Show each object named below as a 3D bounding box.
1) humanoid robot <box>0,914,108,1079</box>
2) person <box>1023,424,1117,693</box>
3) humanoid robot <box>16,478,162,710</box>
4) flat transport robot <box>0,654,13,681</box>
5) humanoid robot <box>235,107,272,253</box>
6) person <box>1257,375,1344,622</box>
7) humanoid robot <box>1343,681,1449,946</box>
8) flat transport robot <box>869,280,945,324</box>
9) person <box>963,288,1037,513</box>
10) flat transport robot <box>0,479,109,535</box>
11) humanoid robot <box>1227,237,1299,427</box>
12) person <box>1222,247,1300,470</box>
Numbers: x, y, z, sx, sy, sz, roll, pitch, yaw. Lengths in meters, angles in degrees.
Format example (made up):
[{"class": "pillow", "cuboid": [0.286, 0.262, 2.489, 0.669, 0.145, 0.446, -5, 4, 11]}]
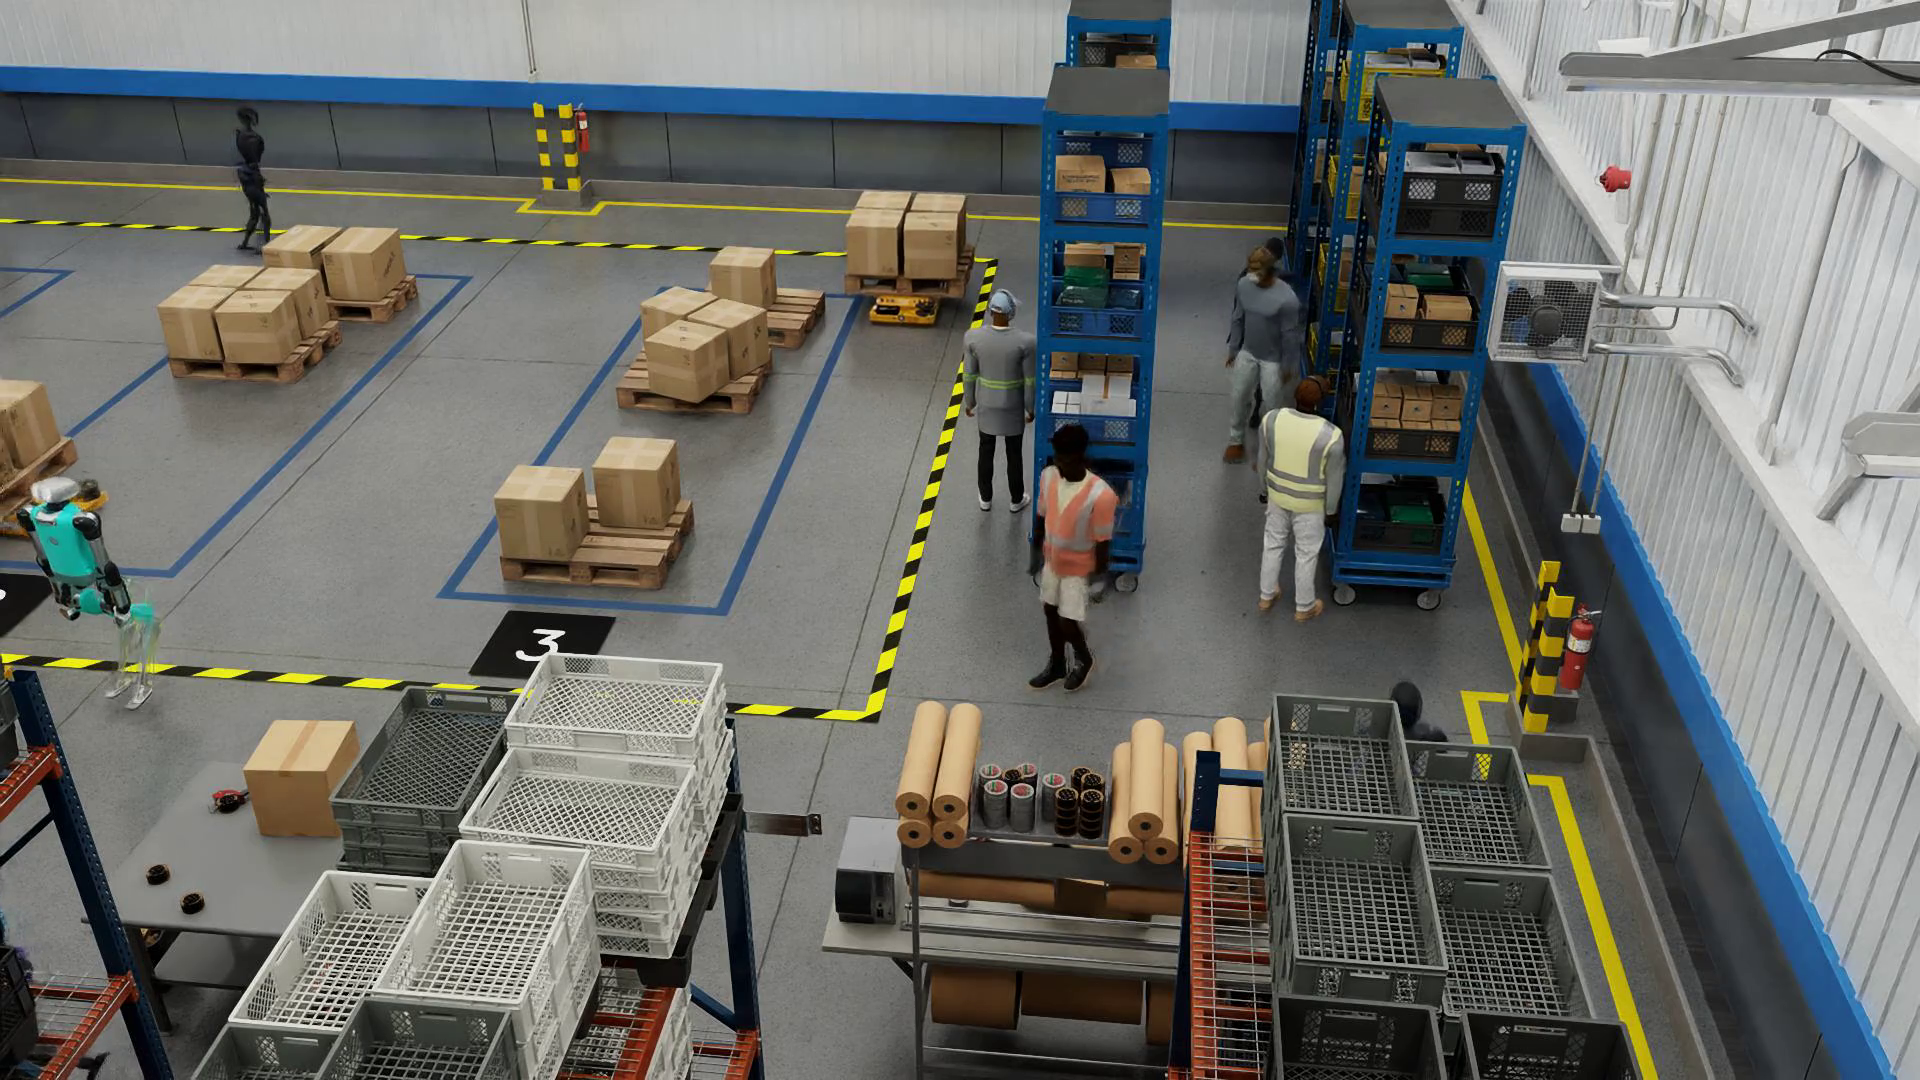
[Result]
[{"class": "humanoid robot", "cuboid": [-4.362, 2.116, 7.646, 0.481, 1.645, 0.611, -9, 32, -16]}, {"class": "person", "cuboid": [0.690, 0.144, 10.746, 0.432, 1.947, 0.645, -24, 38, -35]}, {"class": "humanoid robot", "cuboid": [-5.440, 0.285, 10.684, 0.545, 1.730, 0.772, 7, 31, 11]}, {"class": "flat transport robot", "cuboid": [-7.142, 0.969, 11.010, 1.431, 0.231, 0.659, 3, 30, 6]}, {"class": "humanoid robot", "cuboid": [-7.680, -3.868, 17.942, 0.478, 1.637, 0.606, -10, 32, -17]}, {"class": "person", "cuboid": [2.365, -0.296, 11.619, 0.622, 1.843, 0.431, 21, 36, 31]}, {"class": "humanoid robot", "cuboid": [2.299, 1.394, 8.897, 0.601, 1.639, 0.652, 1, 30, 1]}, {"class": "flat transport robot", "cuboid": [-0.503, -2.598, 17.107, 0.652, 0.197, 1.431, 3, 30, 6]}, {"class": "person", "cuboid": [0.321, -1.080, 12.957, 0.588, 1.850, 0.396, 7, 31, 11]}, {"class": "flat transport robot", "cuboid": [-7.598, -0.285, 13.135, 1.431, 0.197, 0.652, 3, 30, 6]}, {"class": "humanoid robot", "cuboid": [2.598, -1.804, 14.372, 0.601, 1.638, 0.409, 12, 32, 20]}, {"class": "person", "cuboid": [2.437, -1.469, 13.572, 0.506, 1.920, 0.631, -24, 38, -35]}]
